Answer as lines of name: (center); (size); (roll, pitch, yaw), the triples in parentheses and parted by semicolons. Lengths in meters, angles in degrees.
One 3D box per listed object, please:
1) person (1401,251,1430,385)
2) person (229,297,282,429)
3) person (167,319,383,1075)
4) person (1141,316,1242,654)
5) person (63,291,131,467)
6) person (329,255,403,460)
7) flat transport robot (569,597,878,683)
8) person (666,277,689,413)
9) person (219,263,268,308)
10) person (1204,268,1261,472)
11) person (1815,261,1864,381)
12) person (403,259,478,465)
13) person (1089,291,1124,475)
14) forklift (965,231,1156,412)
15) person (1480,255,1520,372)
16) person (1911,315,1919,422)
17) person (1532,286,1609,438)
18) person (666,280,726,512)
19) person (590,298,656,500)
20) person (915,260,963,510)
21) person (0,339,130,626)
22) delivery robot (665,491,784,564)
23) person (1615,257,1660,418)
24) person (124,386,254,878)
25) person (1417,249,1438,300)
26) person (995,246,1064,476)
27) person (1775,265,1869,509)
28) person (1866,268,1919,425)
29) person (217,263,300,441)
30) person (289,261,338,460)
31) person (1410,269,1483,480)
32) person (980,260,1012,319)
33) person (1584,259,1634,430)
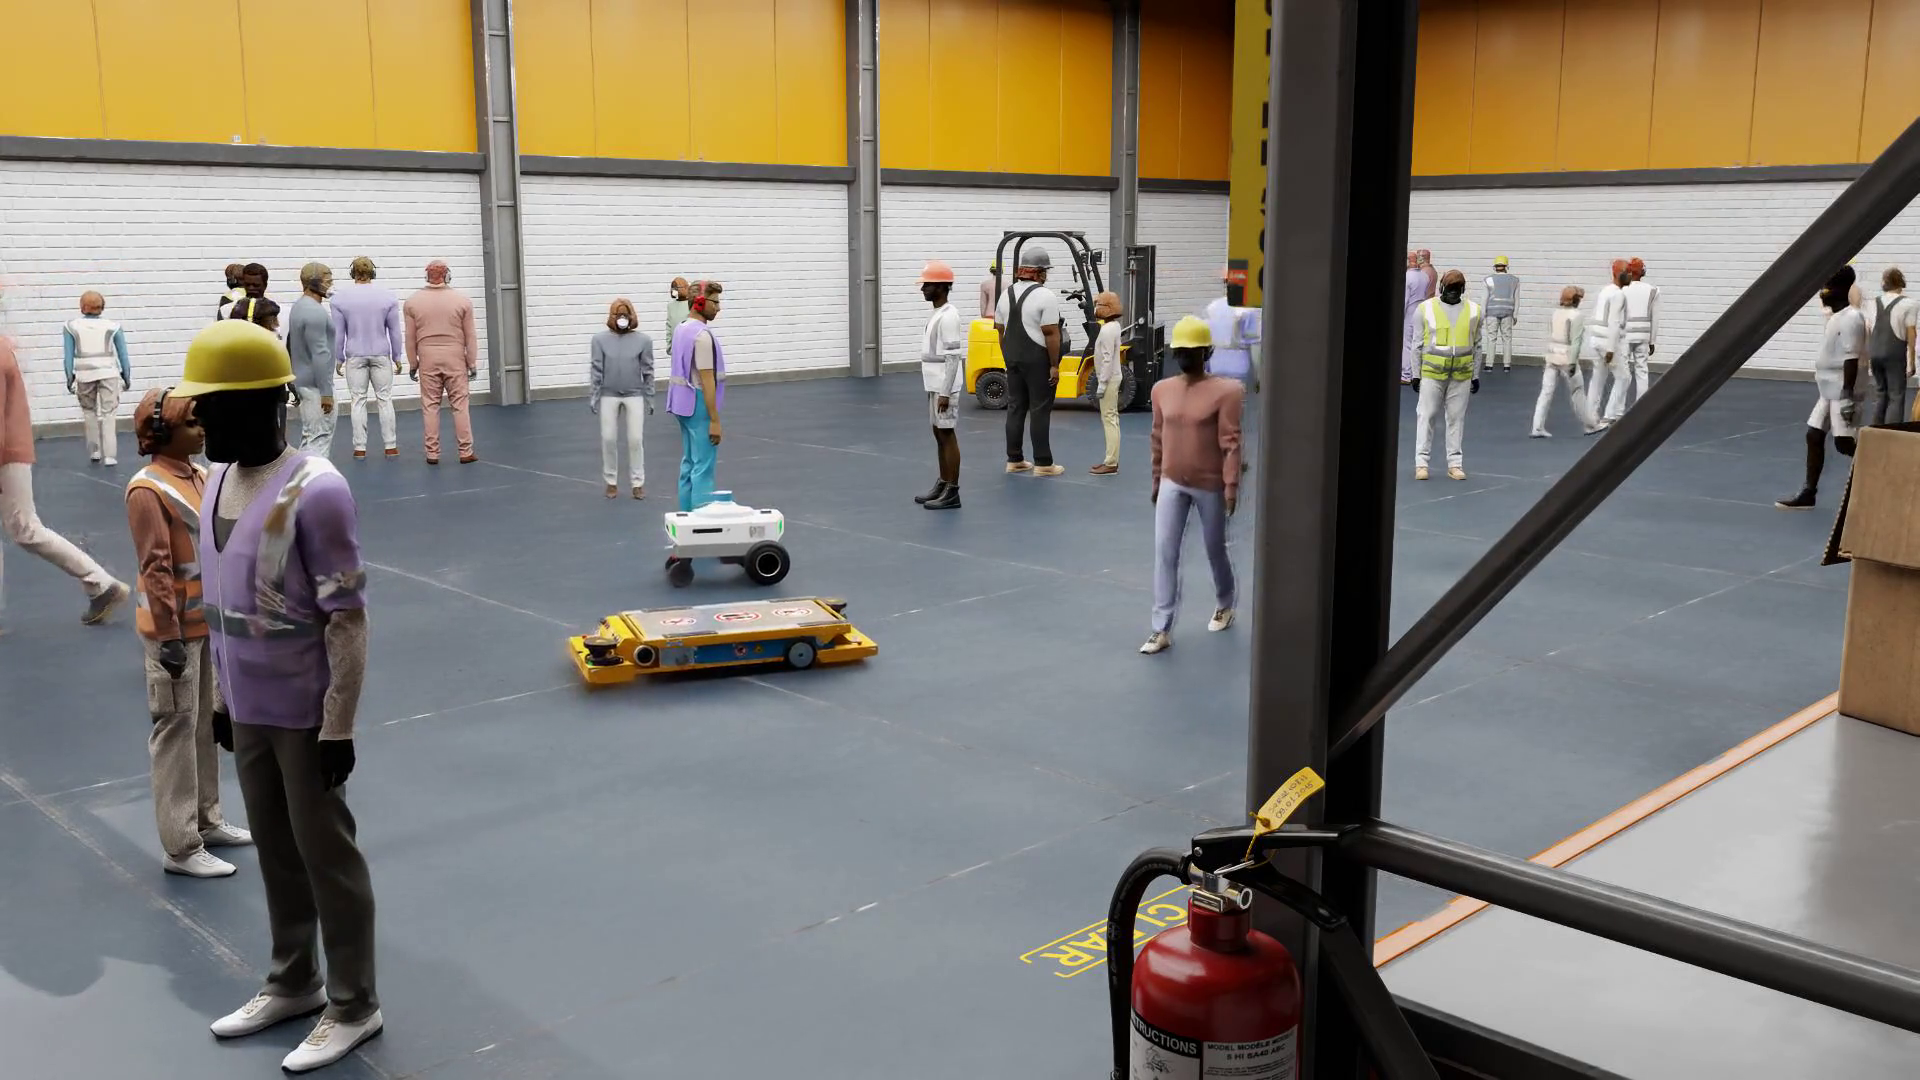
person: (6.401, -3.157, 23.745); (0.639, 1.903, 0.406); (-10, 14, -42)
person: (-3.564, -0.279, 8.238); (0.760, 1.842, 0.500); (-6, 12, -30)
person: (-1.753, 0.403, 4.257); (0.593, 1.925, 0.384); (8, 13, 37)
person: (1.239, -0.314, 8.717); (0.532, 1.725, 0.883); (6, 12, 30)
person: (-8.023, -1.505, 15.509); (0.538, 1.614, 0.685); (-4, 11, -20)
person: (-5.643, -1.732, 15.865); (0.635, 1.939, 0.362); (-4, 11, -20)
flat transport robot: (-1.190, 0.484, 8.336); (1.431, 0.197, 0.652); (-4, 11, -20)
person: (-3.320, -2.328, 19.949); (0.504, 1.632, 0.270); (7, 12, 32)
person: (-7.492, -1.965, 17.411); (0.429, 1.839, 0.633); (3, 11, 16)
person: (2.450, -1.485, 14.613); (0.829, 1.904, 0.555); (-8, 13, -38)
person: (9.892, -2.225, 18.650); (0.594, 1.906, 0.548); (-4, 11, -22)
person: (-4.834, -1.656, 15.544); (0.643, 1.908, 0.399); (-2, 11, -9)
person: (1.314, -1.402, 14.889); (0.286, 1.636, 0.499); (2, 11, 11)
forklift: (1.222, -2.721, 20.561); (2.313, 2.155, 1.214); (2, 11, 13)
person: (8.407, -3.525, 25.944); (0.591, 1.829, 0.404); (1, 10, 6)
person: (9.371, -1.792, 15.936); (0.392, 2.033, 0.605); (5, 11, 24)
person: (6.439, -1.867, 17.513); (0.879, 1.592, 0.533); (-4, 11, -20)
person: (-1.756, -0.816, 11.151); (0.388, 1.837, 0.564); (-5, 12, -27)
person: (-2.725, -1.138, 13.470); (0.528, 1.626, 0.328); (-1, 10, -6)
person: (-0.164, -1.206, 12.999); (0.362, 1.939, 0.542); (-2, 11, -12)
person: (-5.007, -0.453, 8.833); (0.919, 1.966, 0.600); (-8, 13, -38)
delivery robot: (-1.455, -0.060, 10.257); (0.707, 0.478, 0.477); (-2, 10, -15)
person: (7.623, -2.258, 18.885); (0.573, 1.885, 0.357); (1, 10, 3)
person: (-2.597, 0.303, 5.589); (0.307, 1.641, 0.513); (-1, 10, -6)
person: (7.447, -3.726, 26.836); (0.401, 1.904, 0.651); (6, 12, 31)
person: (0.676, -1.603, 14.884); (0.536, 2.000, 0.688); (-10, 14, -42)
person: (6.840, -1.148, 12.734); (0.857, 1.928, 0.643); (3, 11, 17)
person: (9.284, -1.795, 16.617); (0.396, 1.810, 0.523); (-6, 12, -29)
person: (-5.547, -1.229, 13.193); (0.588, 1.915, 0.398); (-7, 13, -35)
person: (-4.913, -1.153, 12.715); (0.352, 1.936, 0.635); (-6, 12, -31)
person: (4.254, -1.439, 14.545); (0.624, 1.840, 0.429); (0, 10, 2)
person: (0.568, -3.420, 25.547); (0.522, 1.768, 0.312); (3, 11, 16)
person: (7.141, -2.114, 18.136); (0.587, 1.864, 0.596); (0, 10, 2)
